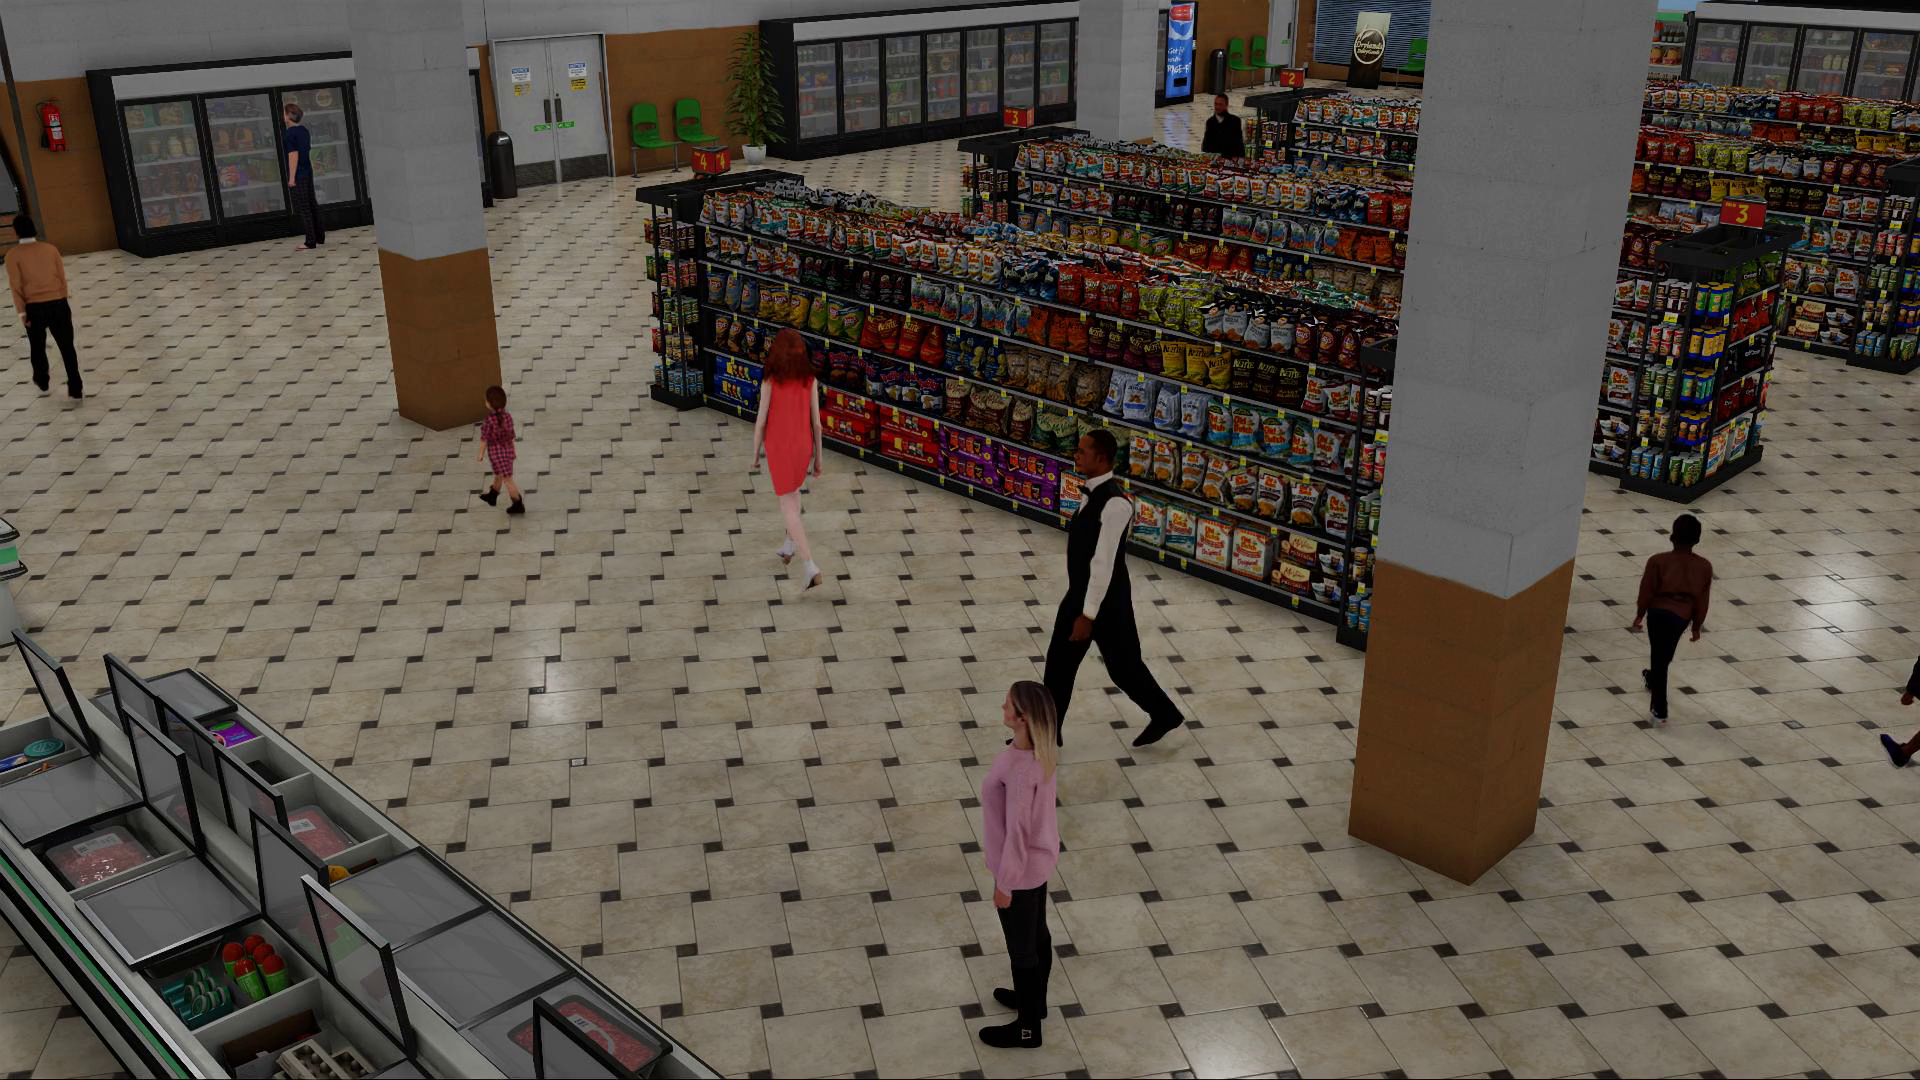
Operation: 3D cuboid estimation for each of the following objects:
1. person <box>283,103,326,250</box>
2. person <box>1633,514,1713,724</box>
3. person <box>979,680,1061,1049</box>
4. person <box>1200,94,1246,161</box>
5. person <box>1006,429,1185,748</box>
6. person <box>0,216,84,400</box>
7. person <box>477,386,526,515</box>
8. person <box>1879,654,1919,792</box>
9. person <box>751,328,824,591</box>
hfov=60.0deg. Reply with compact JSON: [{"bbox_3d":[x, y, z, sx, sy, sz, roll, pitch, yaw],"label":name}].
[{"bbox_3d":[-8.714,-4.815,21.991,0.757,1.871,0.732,3,22,6],"label":"person"},{"bbox_3d":[4.140,0.474,9.699,0.903,1.222,0.890,4,22,10],"label":"person"},{"bbox_3d":[0.277,1.340,6.919,0.695,1.688,0.683,6,23,15],"label":"person"},{"bbox_3d":[3.656,-5.158,22.835,0.723,1.879,0.896,15,27,33],"label":"person"},{"bbox_3d":[0.858,0.324,9.179,1.155,1.889,1.290,-6,23,-15],"label":"person"},{"bbox_3d":[-8.488,-2.120,15.499,0.733,1.711,1.191,-17,28,-36],"label":"person"},{"bbox_3d":[-3.528,-0.670,12.843,0.767,1.001,0.529,14,26,30],"label":"person"},{"bbox_3d":[5.267,0.828,8.787,0.769,1.246,0.916,-6,23,-15],"label":"person"},{"bbox_3d":[-1.141,-0.515,11.407,0.785,1.785,1.201,-13,25,-29],"label":"person"}]
